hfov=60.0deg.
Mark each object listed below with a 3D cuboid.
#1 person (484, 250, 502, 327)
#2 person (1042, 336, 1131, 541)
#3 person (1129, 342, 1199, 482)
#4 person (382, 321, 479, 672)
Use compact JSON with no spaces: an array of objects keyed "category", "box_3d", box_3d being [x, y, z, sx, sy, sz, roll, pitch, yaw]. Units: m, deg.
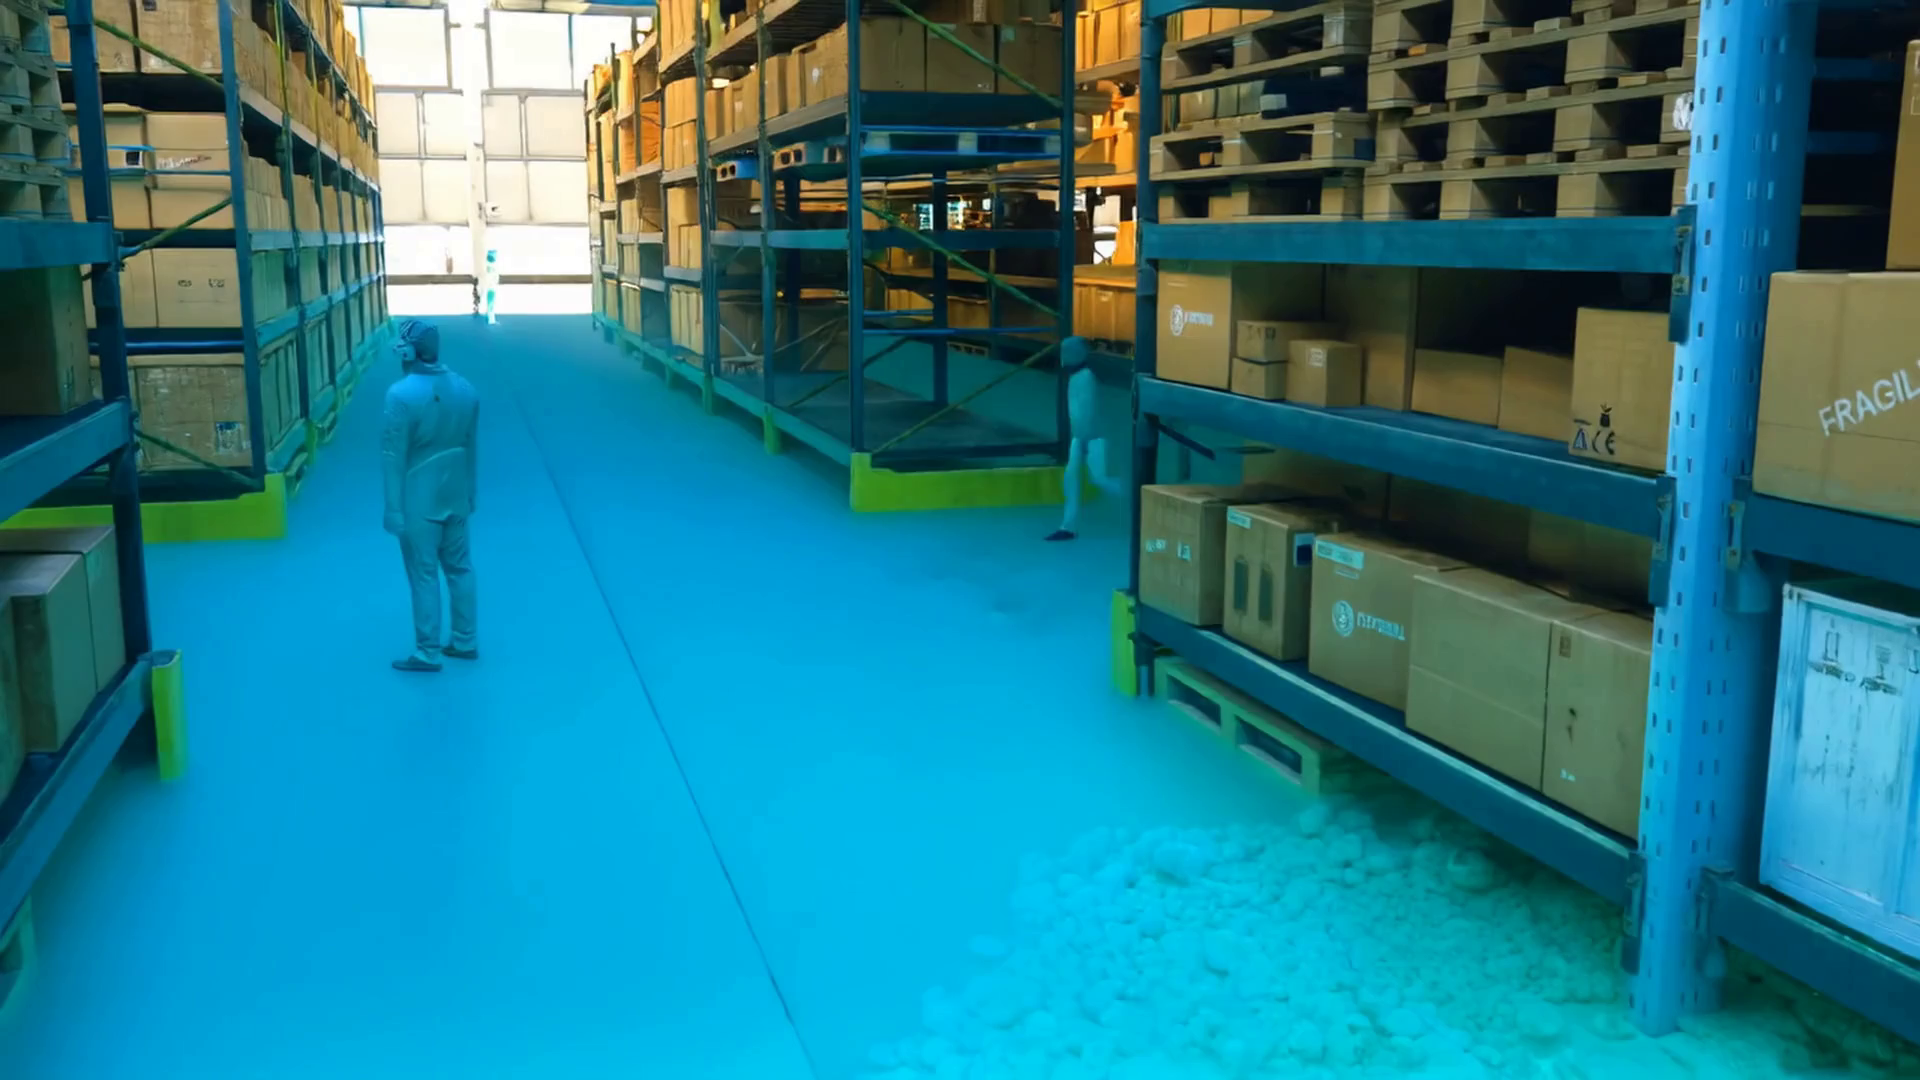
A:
[{"category":"person","box_3d":[-12.216,-6.558,43.441,0.374,1.997,0.613,-4,11,-20]},{"category":"person","box_3d":[1.055,-0.771,12.807,0.767,1.592,0.589,-2,11,-10]},{"category":"person","box_3d":[1.778,-1.154,14.394,0.599,1.785,0.862,7,12,33]},{"category":"person","box_3d":[-2.900,-0.238,9.073,0.400,1.901,0.642,4,11,23]}]
